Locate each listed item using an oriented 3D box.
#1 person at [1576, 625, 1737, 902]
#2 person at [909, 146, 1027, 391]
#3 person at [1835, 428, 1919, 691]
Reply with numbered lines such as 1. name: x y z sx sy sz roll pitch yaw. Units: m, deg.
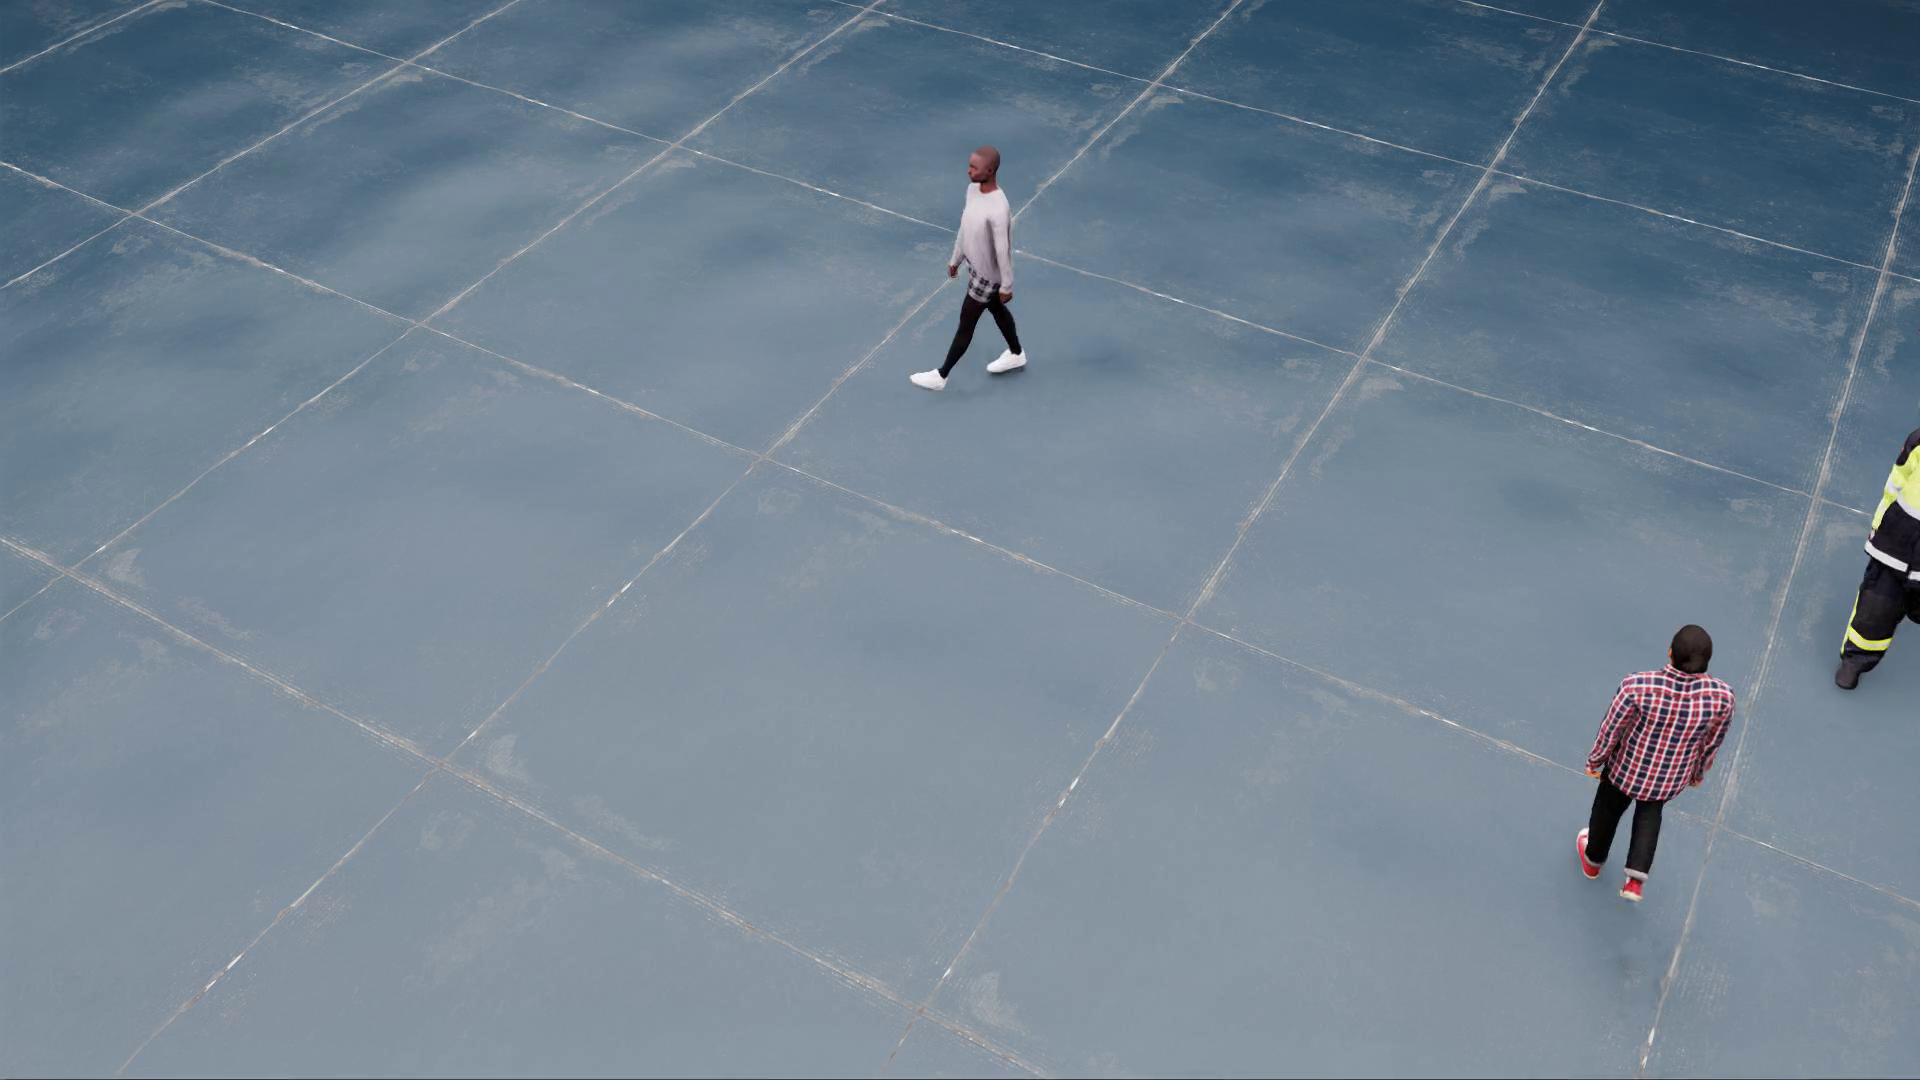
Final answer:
1. person: 3.208 1.086 7.728 0.852 1.751 0.931 7 43 7
2. person: 0.255 -1.782 10.899 1.194 1.733 1.079 -16 45 -17
3. person: 5.181 -0.077 8.852 0.770 1.961 1.020 23 47 23
